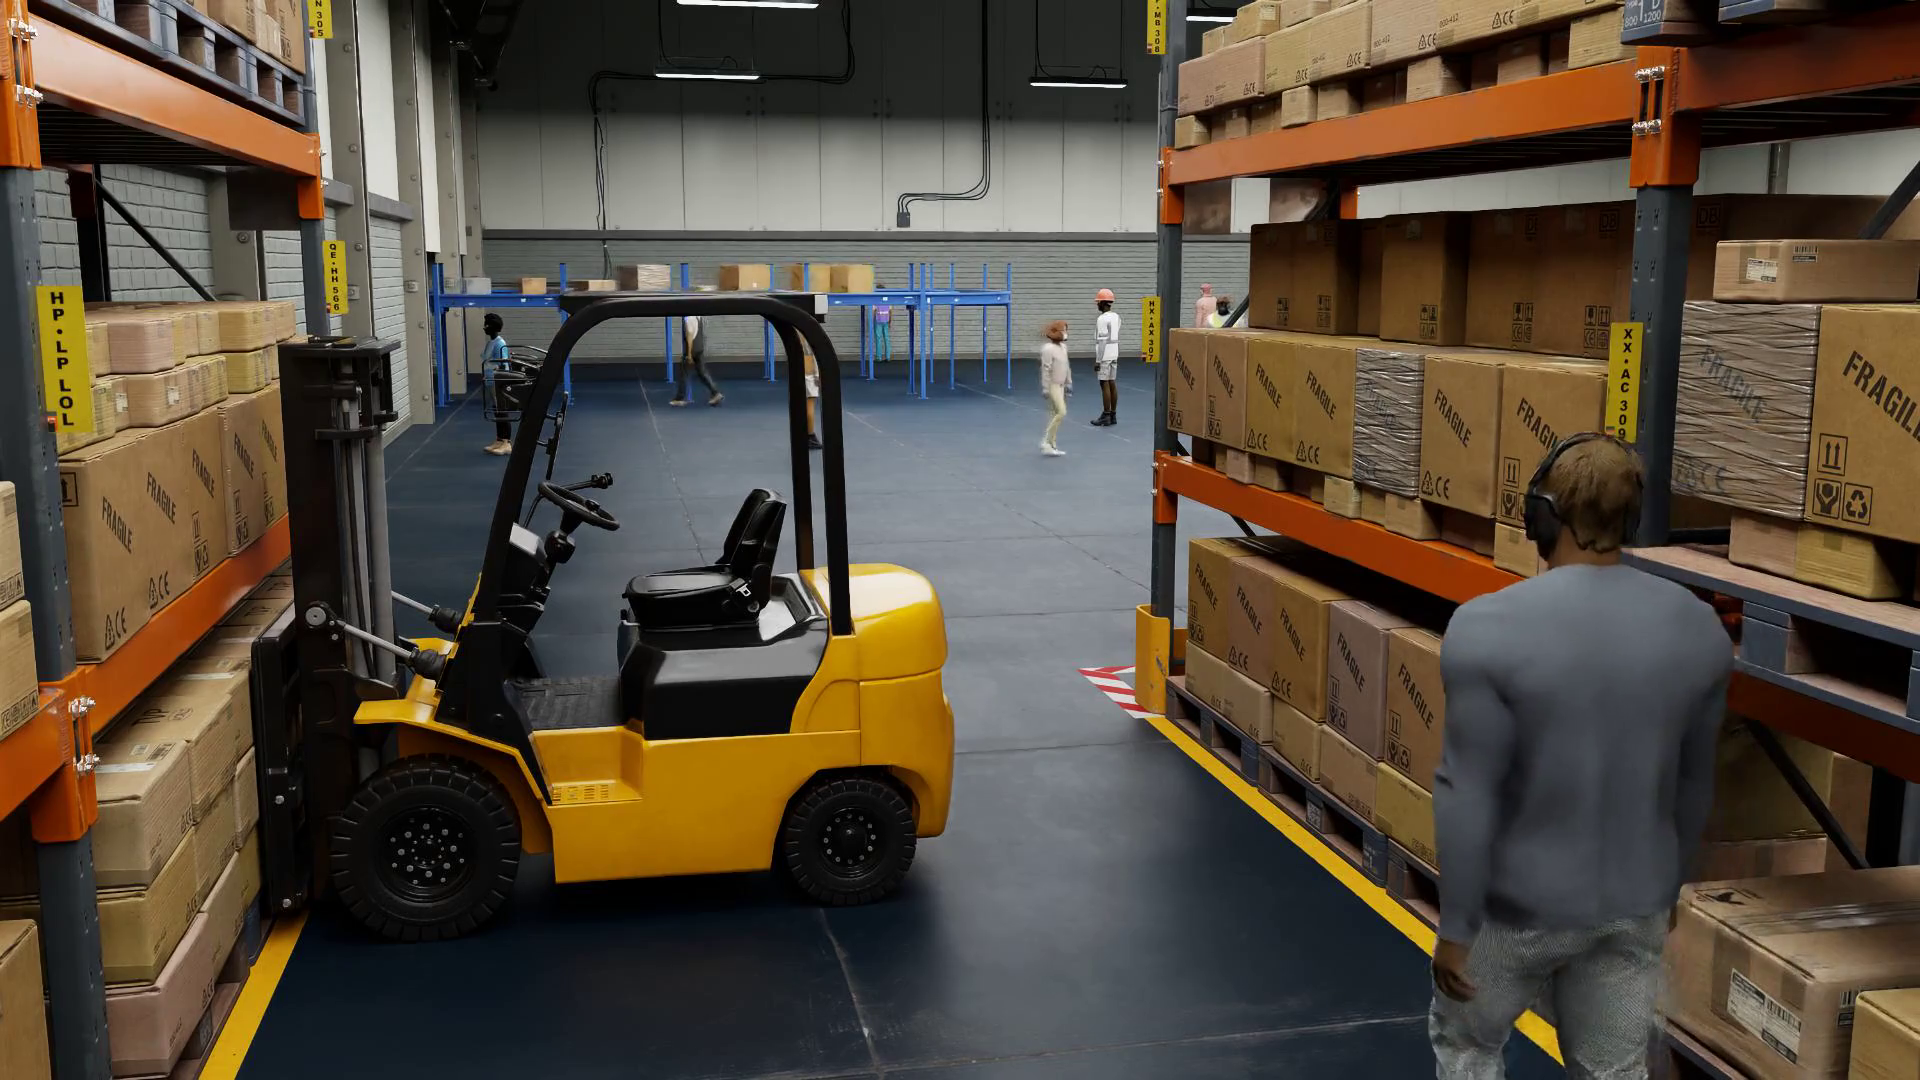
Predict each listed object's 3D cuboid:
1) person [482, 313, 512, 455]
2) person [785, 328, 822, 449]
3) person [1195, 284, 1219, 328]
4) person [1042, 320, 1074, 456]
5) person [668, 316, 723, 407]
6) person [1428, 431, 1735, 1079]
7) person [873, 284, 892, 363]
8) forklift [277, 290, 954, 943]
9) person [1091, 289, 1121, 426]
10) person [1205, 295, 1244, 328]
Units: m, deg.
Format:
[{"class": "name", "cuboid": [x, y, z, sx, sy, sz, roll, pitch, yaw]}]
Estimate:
[{"class": "person", "cuboid": [-5.597, -1.885, 20.079, 0.320, 1.697, 0.531, -5, 11, -29]}, {"class": "person", "cuboid": [-1.931, -2.117, 20.763, 0.547, 1.938, 0.379, 8, 12, 39]}, {"class": "person", "cuboid": [5.097, -4.359, 34.536, 0.642, 1.905, 0.399, -7, 11, -36]}, {"class": "person", "cuboid": [1.156, -1.804, 19.834, 0.387, 1.619, 0.508, 4, 10, 25]}, {"class": "person", "cuboid": [-4.292, -3.074, 26.992, 0.907, 1.813, 0.520, 4, 10, 21]}, {"class": "person", "cuboid": [1.237, 0.732, 3.463, 0.656, 1.913, 0.669, -2, 9, -11]}, {"class": "person", "cuboid": [-1.867, -5.145, 39.498, 0.564, 1.846, 0.394, -6, 11, -32]}, {"class": "forklift", "cuboid": [-1.179, 0.175, 6.143, 2.313, 2.155, 1.214, -2, 10, -12]}, {"class": "person", "cuboid": [2.077, -2.618, 23.819, 0.360, 1.939, 0.543, 5, 11, 29]}, {"class": "person", "cuboid": [4.179, -2.960, 26.285, 0.620, 1.820, 0.819, 2, 10, 12]}]
